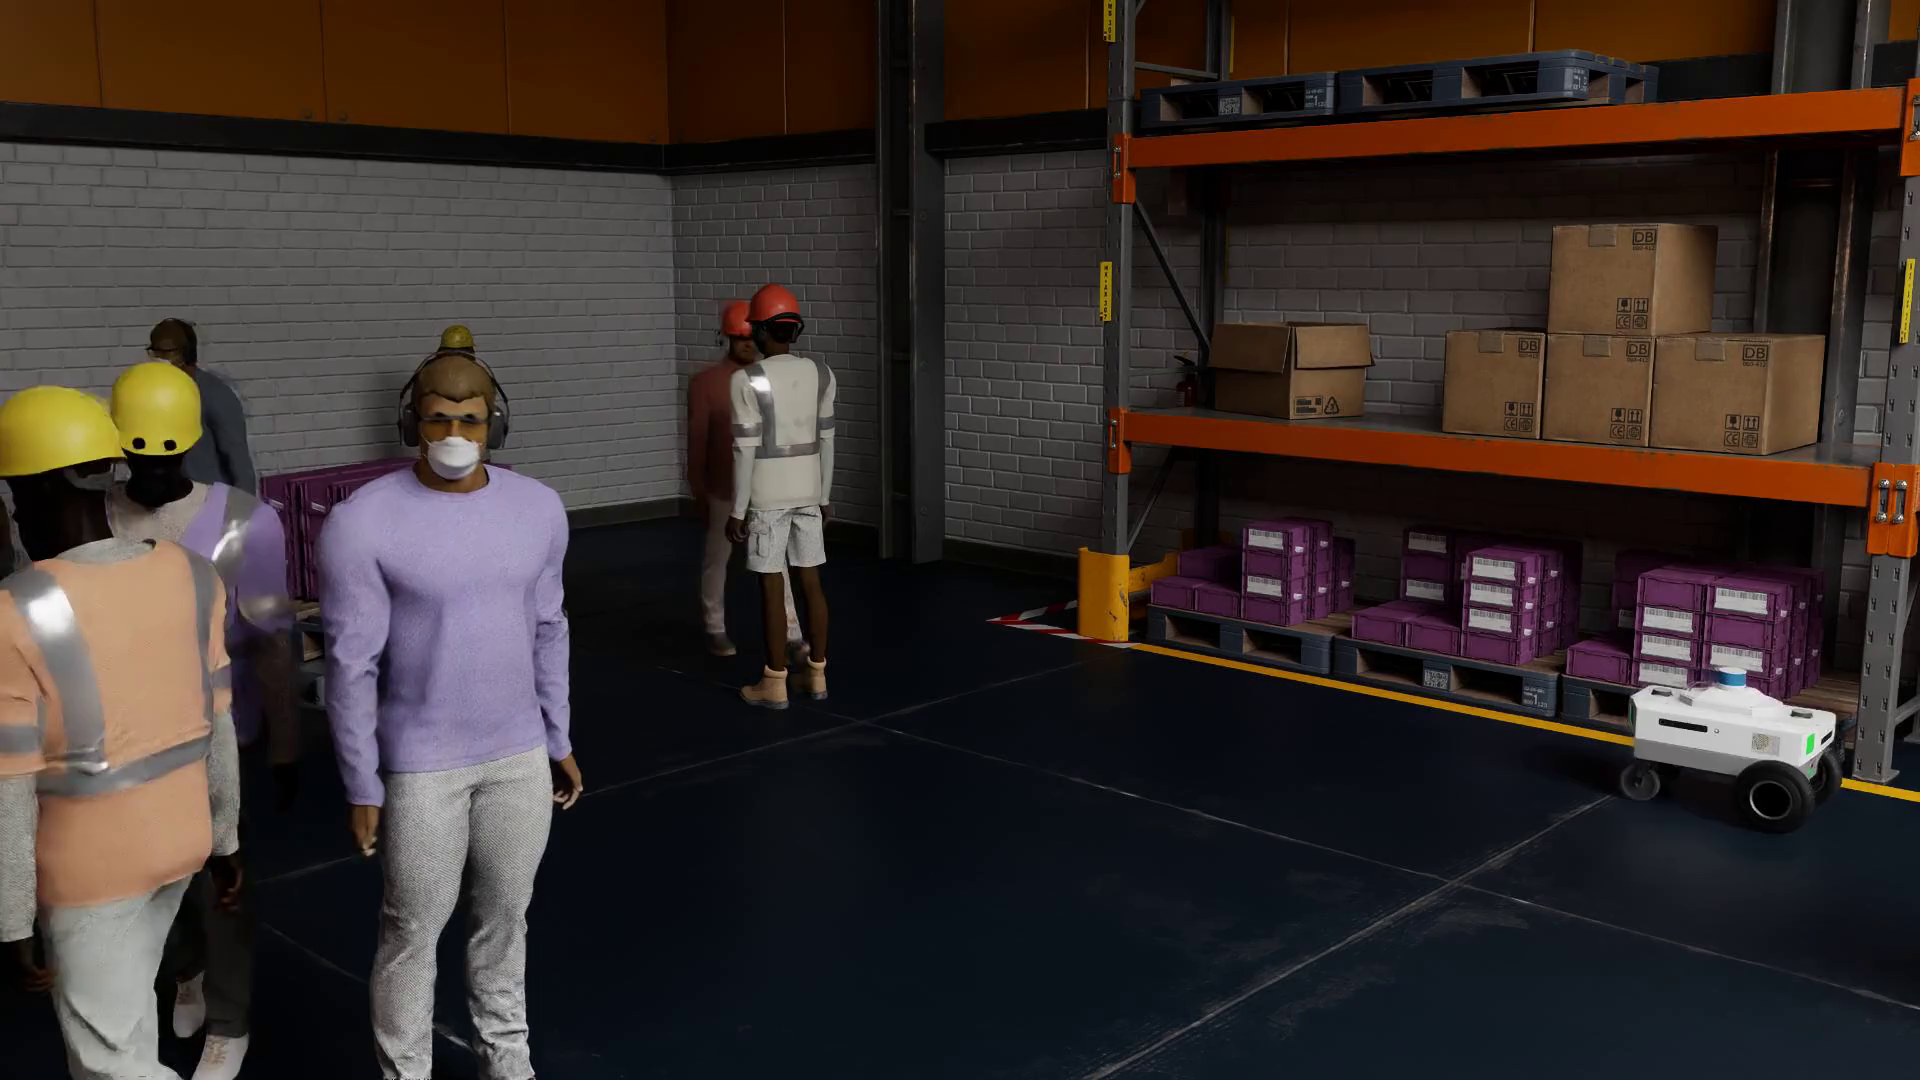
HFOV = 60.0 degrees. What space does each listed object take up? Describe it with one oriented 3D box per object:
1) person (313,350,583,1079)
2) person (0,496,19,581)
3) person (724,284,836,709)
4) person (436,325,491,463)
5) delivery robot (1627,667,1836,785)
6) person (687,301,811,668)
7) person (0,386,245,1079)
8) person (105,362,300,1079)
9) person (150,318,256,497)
[{"bbox_3d":[-1.174,0.523,3.926,0.362,1.935,0.631,9,13,42],"label":"person"},{"bbox_3d":[-4.080,0.111,6.737,0.561,1.845,0.539,8,12,39],"label":"person"},{"bbox_3d":[-0.878,-0.205,8.060,0.605,2.045,0.381,-8,12,-42],"label":"person"},{"bbox_3d":[-3.393,-0.588,11.327,0.492,1.743,0.295,4,10,22],"label":"person"},{"bbox_3d":[3.010,0.742,6.519,0.707,0.478,0.477,8,12,39],"label":"delivery robot"},{"bbox_3d":[-1.141,-0.285,8.851,0.657,1.938,1.005,-6,11,-31],"label":"person"},{"bbox_3d":[-1.670,0.633,3.380,0.825,1.896,0.598,3,10,18],"label":"person"},{"bbox_3d":[-2.016,0.483,4.305,0.623,1.893,0.499,-1,9,-6],"label":"person"},{"bbox_3d":[-3.823,-0.195,8.525,0.638,1.895,1.038,6,11,35],"label":"person"}]
